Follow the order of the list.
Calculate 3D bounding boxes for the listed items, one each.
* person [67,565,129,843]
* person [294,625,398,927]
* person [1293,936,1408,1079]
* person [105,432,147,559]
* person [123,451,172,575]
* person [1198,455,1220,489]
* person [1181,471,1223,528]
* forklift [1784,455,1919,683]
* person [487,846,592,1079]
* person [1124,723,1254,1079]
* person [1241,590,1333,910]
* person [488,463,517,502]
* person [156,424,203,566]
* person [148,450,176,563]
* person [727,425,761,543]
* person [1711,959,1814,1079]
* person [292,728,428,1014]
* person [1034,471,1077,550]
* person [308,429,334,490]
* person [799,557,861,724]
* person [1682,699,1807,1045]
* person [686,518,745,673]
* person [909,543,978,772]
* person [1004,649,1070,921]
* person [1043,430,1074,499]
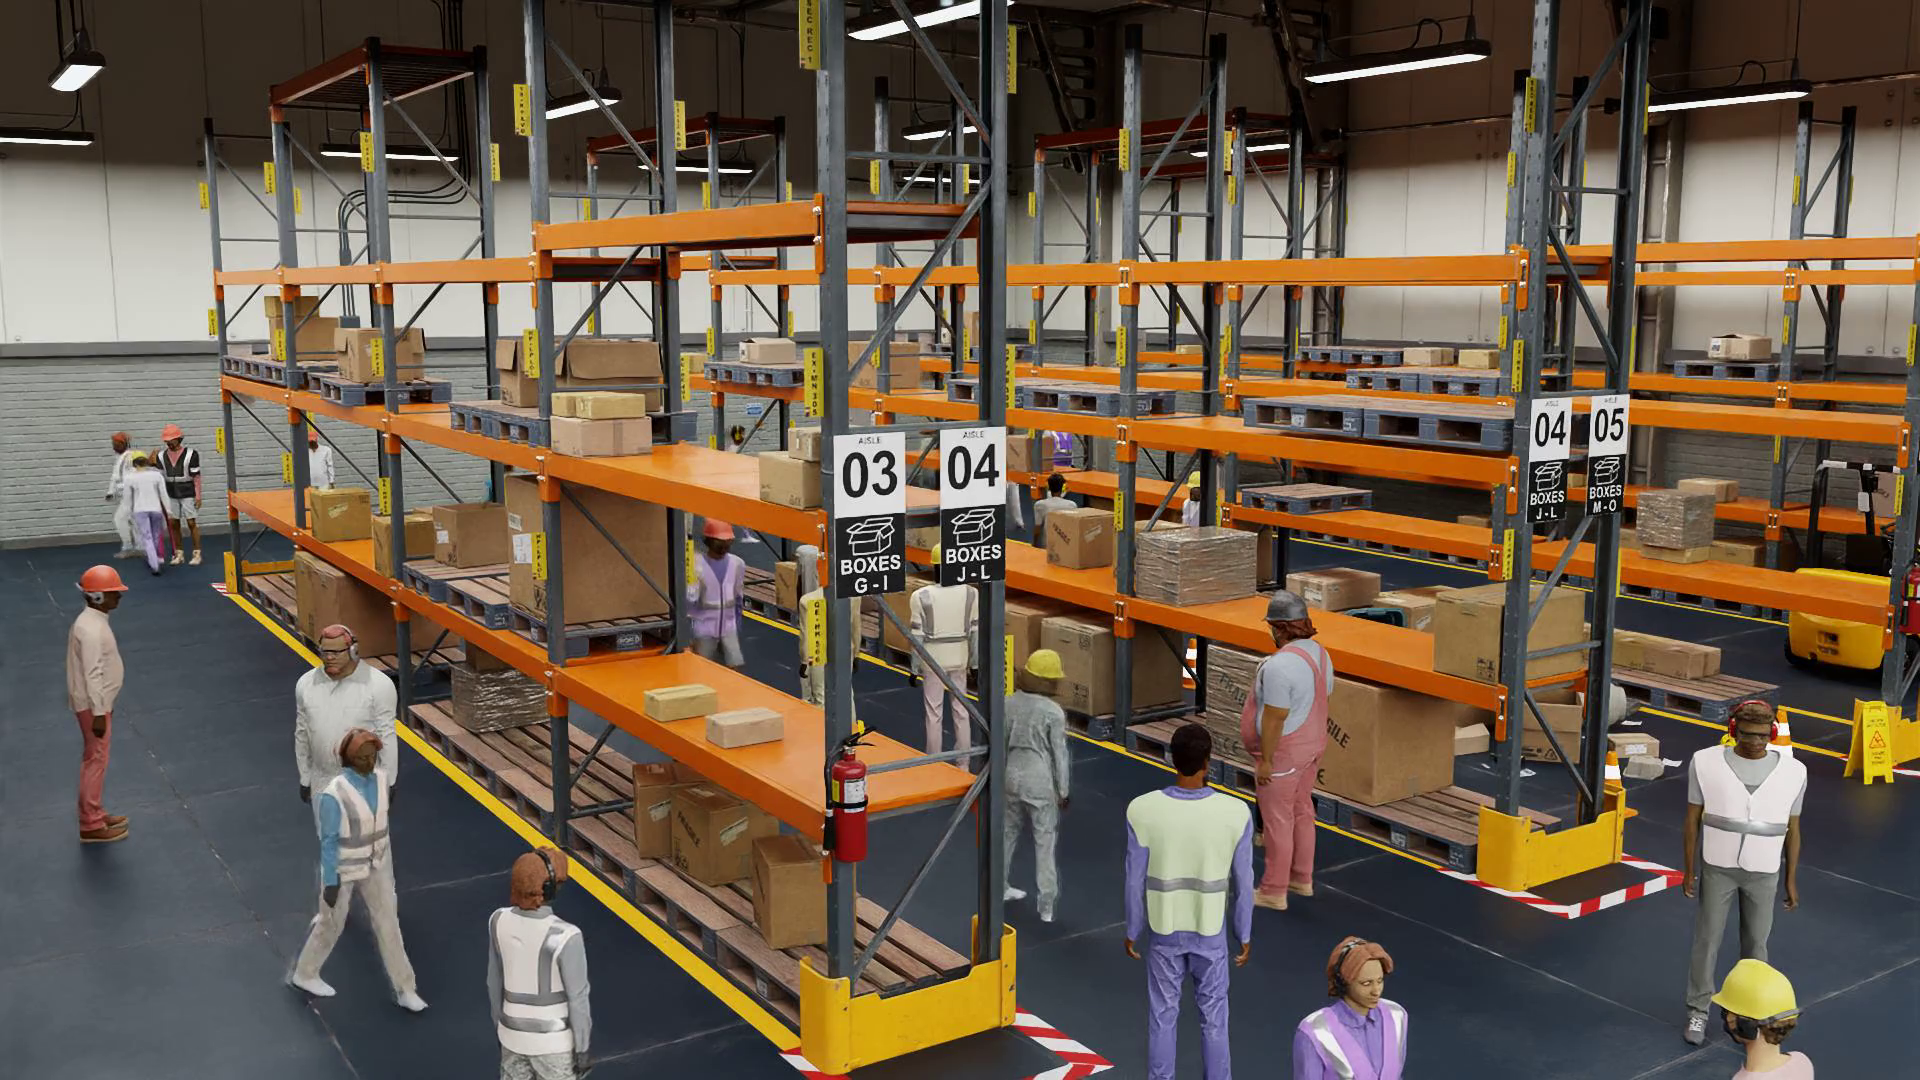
[{"bbox_3d":[-6.124,1.160,11.876,0.447,1.979,0.622,-4,10,-27],"label":"person"},{"bbox_3d":[-3.769,1.448,10.212,0.642,1.899,0.394,1,9,4],"label":"person"},{"bbox_3d":[1.393,2.213,5.961,0.511,1.640,0.308,-5,10,-30],"label":"person"},{"bbox_3d":[-12.240,-0.653,24.308,0.630,1.855,0.695,-6,10,-35],"label":"person"},{"bbox_3d":[-11.234,-0.380,23.006,0.554,1.709,0.935,-7,11,-39],"label":"person"},{"bbox_3d":[3.687,-0.564,24.618,0.495,1.591,0.580,0,9,0],"label":"person"},{"bbox_3d":[2.787,0.105,19.404,0.404,1.825,0.594,-7,11,-37],"label":"person"},{"bbox_3d":[9.643,0.253,17.172,2.313,2.155,1.214,-6,10,-33],"label":"forklift"},{"bbox_3d":[-1.730,2.075,6.876,0.516,1.640,0.314,5,10,30],"label":"person"},{"bbox_3d":[1.063,1.806,7.746,0.597,1.915,0.371,1,9,6],"label":"person"},{"bbox_3d":[2.064,1.310,10.637,0.535,2.000,0.684,7,11,38],"label":"person"},{"bbox_3d":[-6.134,-0.323,22.639,0.577,1.699,0.952,0,9,2],"label":"person"},{"bbox_3d":[-11.093,-0.631,23.619,0.612,2.029,0.409,0,9,-1],"label":"person"},{"bbox_3d":[-11.477,-0.480,23.909,0.265,1.632,0.507,7,11,39],"label":"person"},{"bbox_3d":[-3.476,-0.847,25.652,0.692,1.849,0.536,0,9,3],"label":"person"},{"bbox_3d":[2.564,2.229,5.432,0.533,1.767,0.326,-7,11,-38],"label":"person"},{"bbox_3d":[-3.308,1.774,9.050,0.869,1.583,0.564,4,9,25],"label":"person"},{"bbox_3d":[1.084,0.157,18.887,0.535,1.868,0.309,1,9,4],"label":"person"},{"bbox_3d":[-10.303,-0.933,26.586,0.574,1.738,0.352,-4,9,-23],"label":"person"},{"bbox_3d":[-1.096,0.963,13.899,0.564,1.752,0.339,-4,10,-26],"label":"person"},{"bbox_3d":[4.044,1.714,8.622,0.564,1.839,0.390,2,9,16],"label":"person"},{"bbox_3d":[-2.068,0.787,14.279,0.622,1.995,0.958,-5,10,-32],"label":"person"},{"bbox_3d":[-0.130,0.972,13.266,0.595,1.925,0.371,-3,9,-20],"label":"person"},{"bbox_3d":[0.440,1.512,10.423,0.584,1.708,0.367,5,10,32],"label":"person"},{"bbox_3d":[1.741,-1.325,28.844,0.621,1.845,0.429,-6,11,-36],"label":"person"}]
